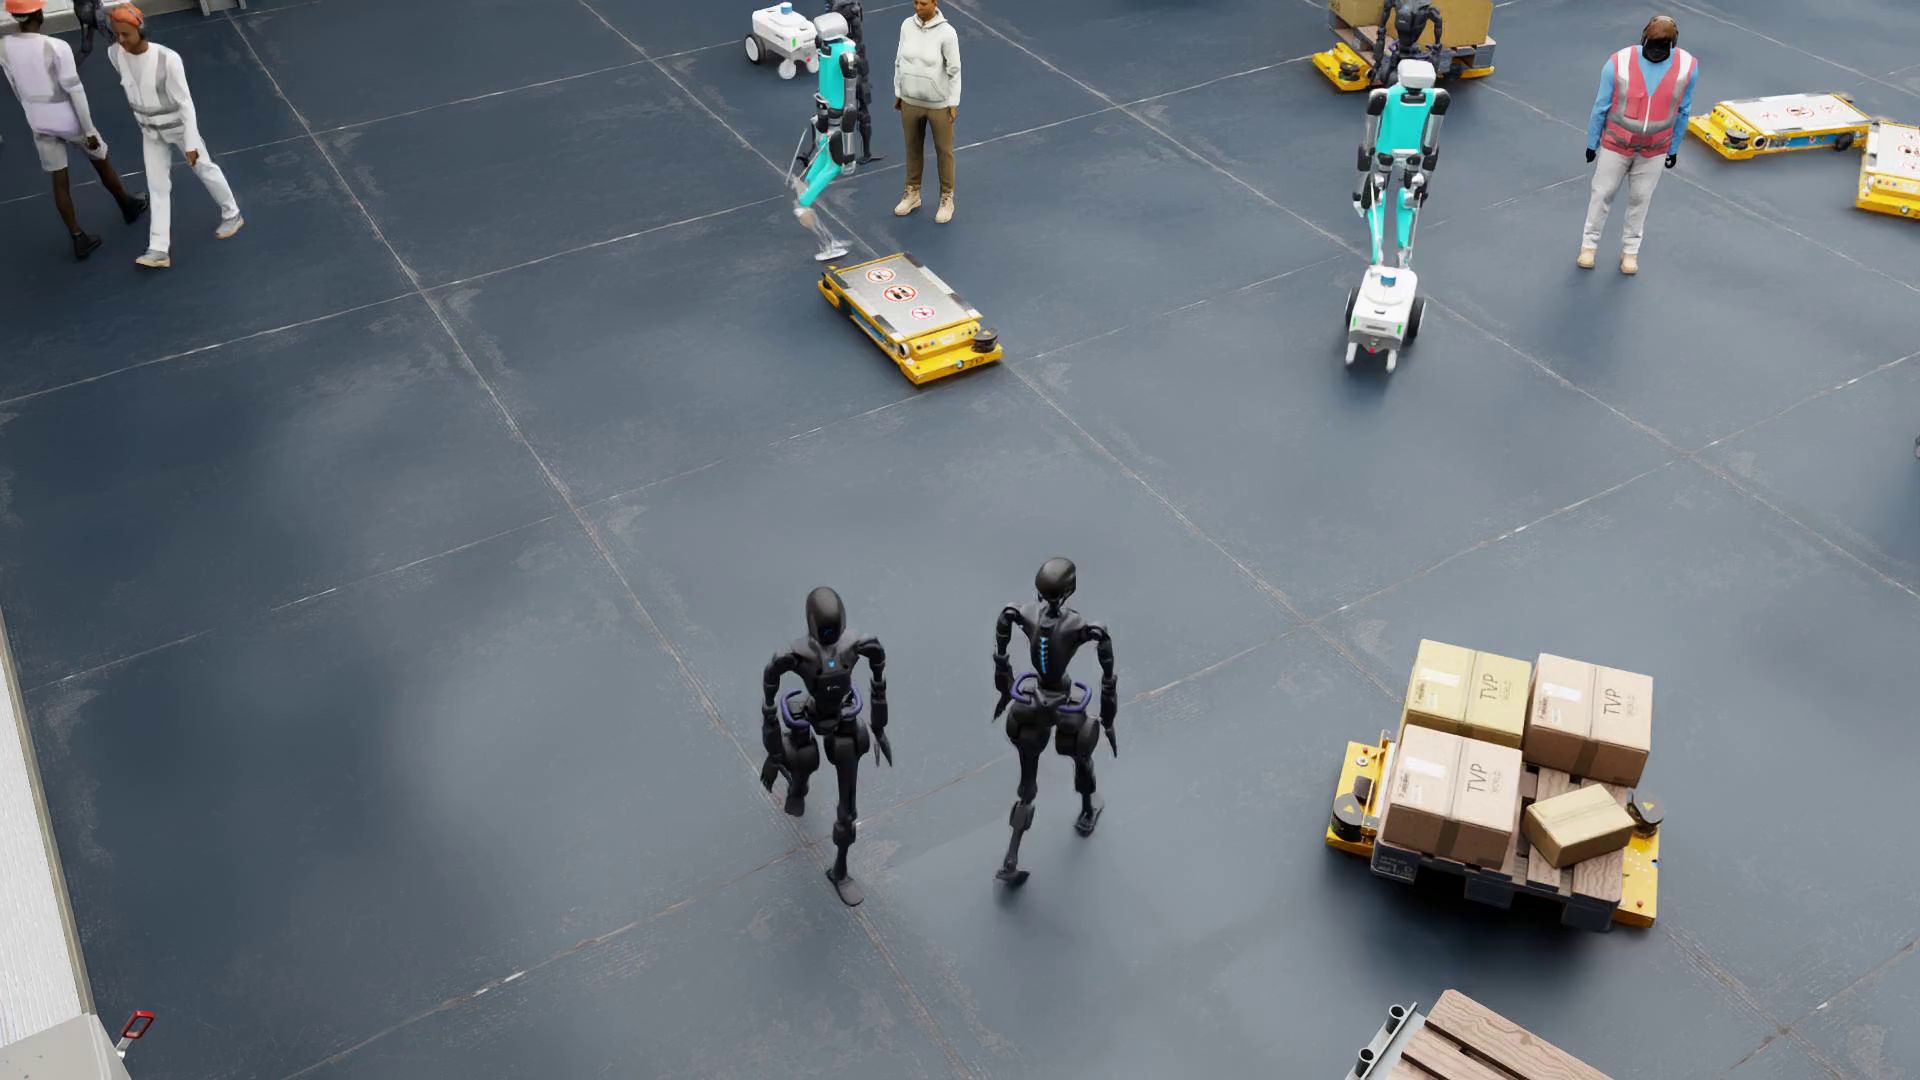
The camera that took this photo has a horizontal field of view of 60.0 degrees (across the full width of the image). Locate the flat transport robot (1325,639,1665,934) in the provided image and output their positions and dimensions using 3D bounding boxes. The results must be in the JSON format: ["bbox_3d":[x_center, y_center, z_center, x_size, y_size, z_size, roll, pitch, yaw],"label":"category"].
[{"bbox_3d":[2.458,1.303,7.648,1.431,0.231,0.659,12,40,15],"label":"flat transport robot"}]

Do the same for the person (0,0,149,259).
[{"bbox_3d":[-6.337,-3.024,11.790,0.563,1.894,0.925,2,38,2],"label":"person"}]

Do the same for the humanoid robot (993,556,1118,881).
[{"bbox_3d":[0.394,0.783,7.212,0.590,1.658,0.697,13,40,16],"label":"humanoid robot"}]

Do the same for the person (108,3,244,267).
[{"bbox_3d":[-5.555,-2.831,11.611,0.583,1.822,1.013,8,39,10],"label":"person"}]

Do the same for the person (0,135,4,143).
[{"bbox_3d":[-7.986,-3.984,13.050,0.376,1.843,0.571,-26,45,-29],"label":"person"}]

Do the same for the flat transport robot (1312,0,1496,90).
[{"bbox_3d":[3.898,-4.227,14.625,1.431,0.231,0.659,-9,39,-11],"label":"flat transport robot"}]

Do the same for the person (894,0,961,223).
[{"bbox_3d":[-0.228,-3.188,12.109,0.517,1.767,0.374,16,41,19],"label":"person"}]

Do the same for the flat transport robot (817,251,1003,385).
[{"bbox_3d":[-0.358,-1.537,11.231,0.659,0.231,1.431,-20,43,-23],"label":"flat transport robot"}]

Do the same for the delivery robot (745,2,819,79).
[{"bbox_3d":[-1.538,-4.435,14.652,0.522,0.588,0.759,-26,45,-29],"label":"delivery robot"}]

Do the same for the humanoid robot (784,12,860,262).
[{"bbox_3d":[-1.028,-2.699,11.541,0.701,1.819,0.553,-18,42,-21],"label":"humanoid robot"}]

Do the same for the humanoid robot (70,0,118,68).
[{"bbox_3d":[-7.395,-4.527,13.919,0.792,1.641,0.599,-20,43,-24],"label":"humanoid robot"}]

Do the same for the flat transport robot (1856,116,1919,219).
[{"bbox_3d":[7.381,-2.893,12.942,0.659,0.231,1.431,16,41,20],"label":"flat transport robot"}]

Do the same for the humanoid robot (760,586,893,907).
[{"bbox_3d":[-0.615,0.788,7.206,0.585,1.631,0.757,-14,40,-17],"label":"humanoid robot"}]

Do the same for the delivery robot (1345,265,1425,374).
[{"bbox_3d":[2.781,-1.507,10.938,0.499,0.563,0.738,13,40,15],"label":"delivery robot"}]

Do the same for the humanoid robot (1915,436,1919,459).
[{"bbox_3d":[6.050,-1.192,9.689,0.608,1.662,0.428,12,40,15],"label":"humanoid robot"}]

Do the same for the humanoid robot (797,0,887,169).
[{"bbox_3d":[-0.938,-3.614,12.754,0.726,1.645,0.591,-22,43,-25],"label":"humanoid robot"}]

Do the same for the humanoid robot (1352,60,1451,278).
[{"bbox_3d":[2.882,-2.176,10.865,0.544,1.798,0.808,-4,39,-5],"label":"humanoid robot"}]

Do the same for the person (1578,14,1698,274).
[{"bbox_3d":[4.644,-2.730,11.483,0.637,1.830,0.429,8,39,10],"label":"person"}]

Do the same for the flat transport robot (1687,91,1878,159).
[{"bbox_3d":[6.746,-3.379,13.555,1.431,0.231,0.659,-8,39,-10],"label":"flat transport robot"}]

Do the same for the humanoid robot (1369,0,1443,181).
[{"bbox_3d":[3.426,-3.590,12.696,0.589,1.643,0.393,31,48,33],"label":"humanoid robot"}]
